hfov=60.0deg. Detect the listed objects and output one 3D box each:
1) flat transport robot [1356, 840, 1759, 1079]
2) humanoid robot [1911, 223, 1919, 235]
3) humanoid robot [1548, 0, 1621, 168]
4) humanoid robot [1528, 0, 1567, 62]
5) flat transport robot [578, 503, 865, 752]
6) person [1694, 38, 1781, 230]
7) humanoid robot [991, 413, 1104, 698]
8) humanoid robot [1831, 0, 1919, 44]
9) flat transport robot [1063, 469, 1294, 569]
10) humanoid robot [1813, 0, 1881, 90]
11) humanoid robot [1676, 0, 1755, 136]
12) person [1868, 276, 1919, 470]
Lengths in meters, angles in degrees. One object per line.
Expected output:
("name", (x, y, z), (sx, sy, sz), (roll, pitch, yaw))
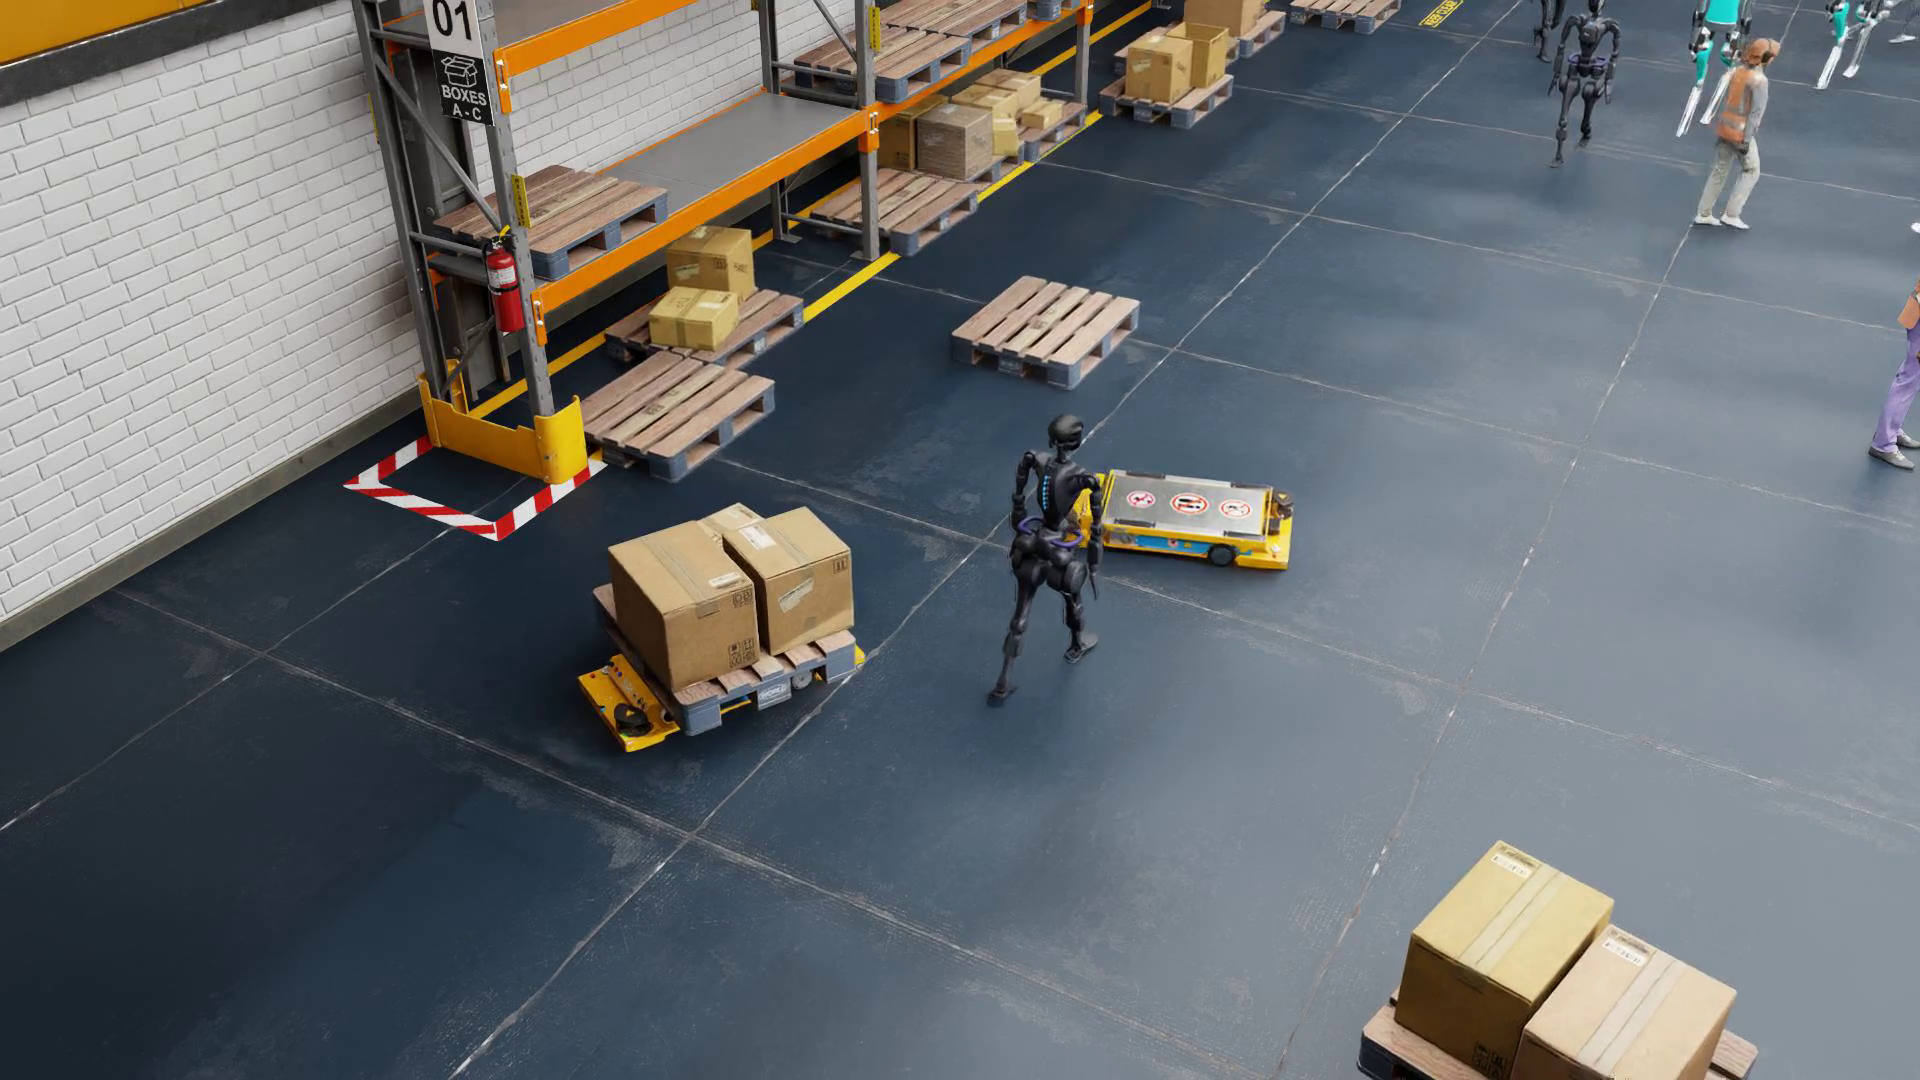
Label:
("flat transport robot", (2.375, 2.244, 6.753), (0.659, 0.231, 1.431), (27, 42, 35))
("humanoid robot", (8.377, -3.084, 13.488), (0.538, 1.746, 0.907), (-11, 35, -16))
("humanoid robot", (5.815, -4.315, 15.449), (0.596, 1.649, 0.730), (20, 38, 27))
("humanoid robot", (6.482, -6.117, 18.148), (0.609, 1.637, 0.691), (-5, 34, -8))
("flat transport robot", (-1.302, 0.678, 9.123), (1.431, 0.231, 0.659), (-20, 38, -27))
("person", (6.652, -3.435, 14.110), (0.552, 1.614, 0.531), (-2, 33, -2))
("humanoid robot", (0.461, 0.081, 8.811), (0.587, 1.638, 0.821), (21, 39, 28))
("humanoid robot", (10.446, -6.308, 18.415), (1.036, 1.777, 0.547), (20, 38, 28))
("flat transport robot", (1.337, -0.138, 10.357), (1.431, 0.231, 0.659), (7, 34, 10))
("humanoid robot", (9.346, -5.567, 17.281), (0.536, 1.767, 1.035), (28, 43, 36))
("humanoid robot", (7.354, -4.787, 16.084), (0.543, 1.797, 0.854), (22, 39, 30))
("person", (6.298, -1.371, 10.793), (0.390, 1.846, 0.564), (21, 39, 29))
